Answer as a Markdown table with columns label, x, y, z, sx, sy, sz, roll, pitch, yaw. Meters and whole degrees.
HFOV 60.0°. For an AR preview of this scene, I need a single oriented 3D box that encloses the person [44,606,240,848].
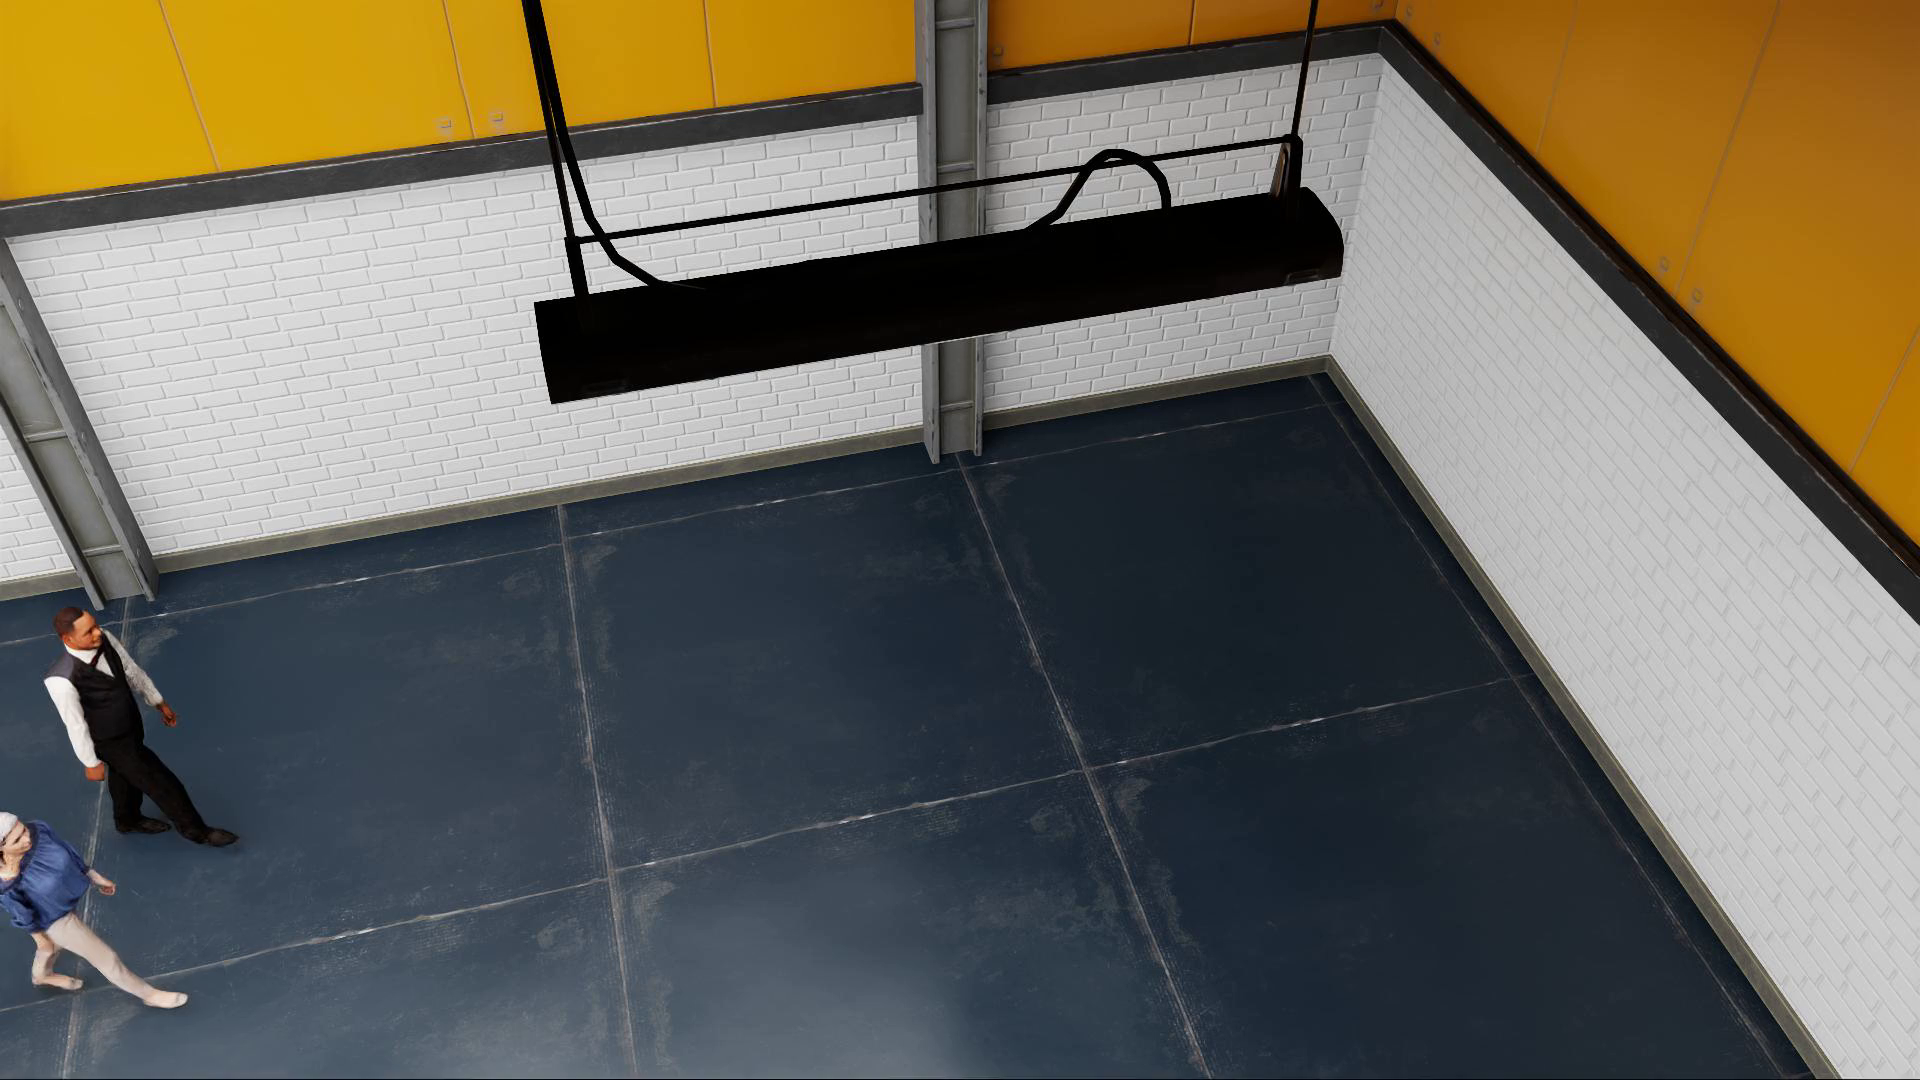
| label | x | y | z | sx | sy | sz | roll | pitch | yaw |
| --- | --- | --- | --- | --- | --- | --- | --- | --- | --- |
| person | -4.946 | 1.085 | 9.555 | 1.150 | 1.886 | 0.923 | 2 | 44 | 2 |

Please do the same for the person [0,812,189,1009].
| label | x | y | z | sx | sy | sz | roll | pitch | yaw |
| --- | --- | --- | --- | --- | --- | --- | --- | --- | --- |
| person | -4.849 | 1.965 | 8.797 | 1.178 | 1.658 | 0.805 | 0 | 44 | 0 |
